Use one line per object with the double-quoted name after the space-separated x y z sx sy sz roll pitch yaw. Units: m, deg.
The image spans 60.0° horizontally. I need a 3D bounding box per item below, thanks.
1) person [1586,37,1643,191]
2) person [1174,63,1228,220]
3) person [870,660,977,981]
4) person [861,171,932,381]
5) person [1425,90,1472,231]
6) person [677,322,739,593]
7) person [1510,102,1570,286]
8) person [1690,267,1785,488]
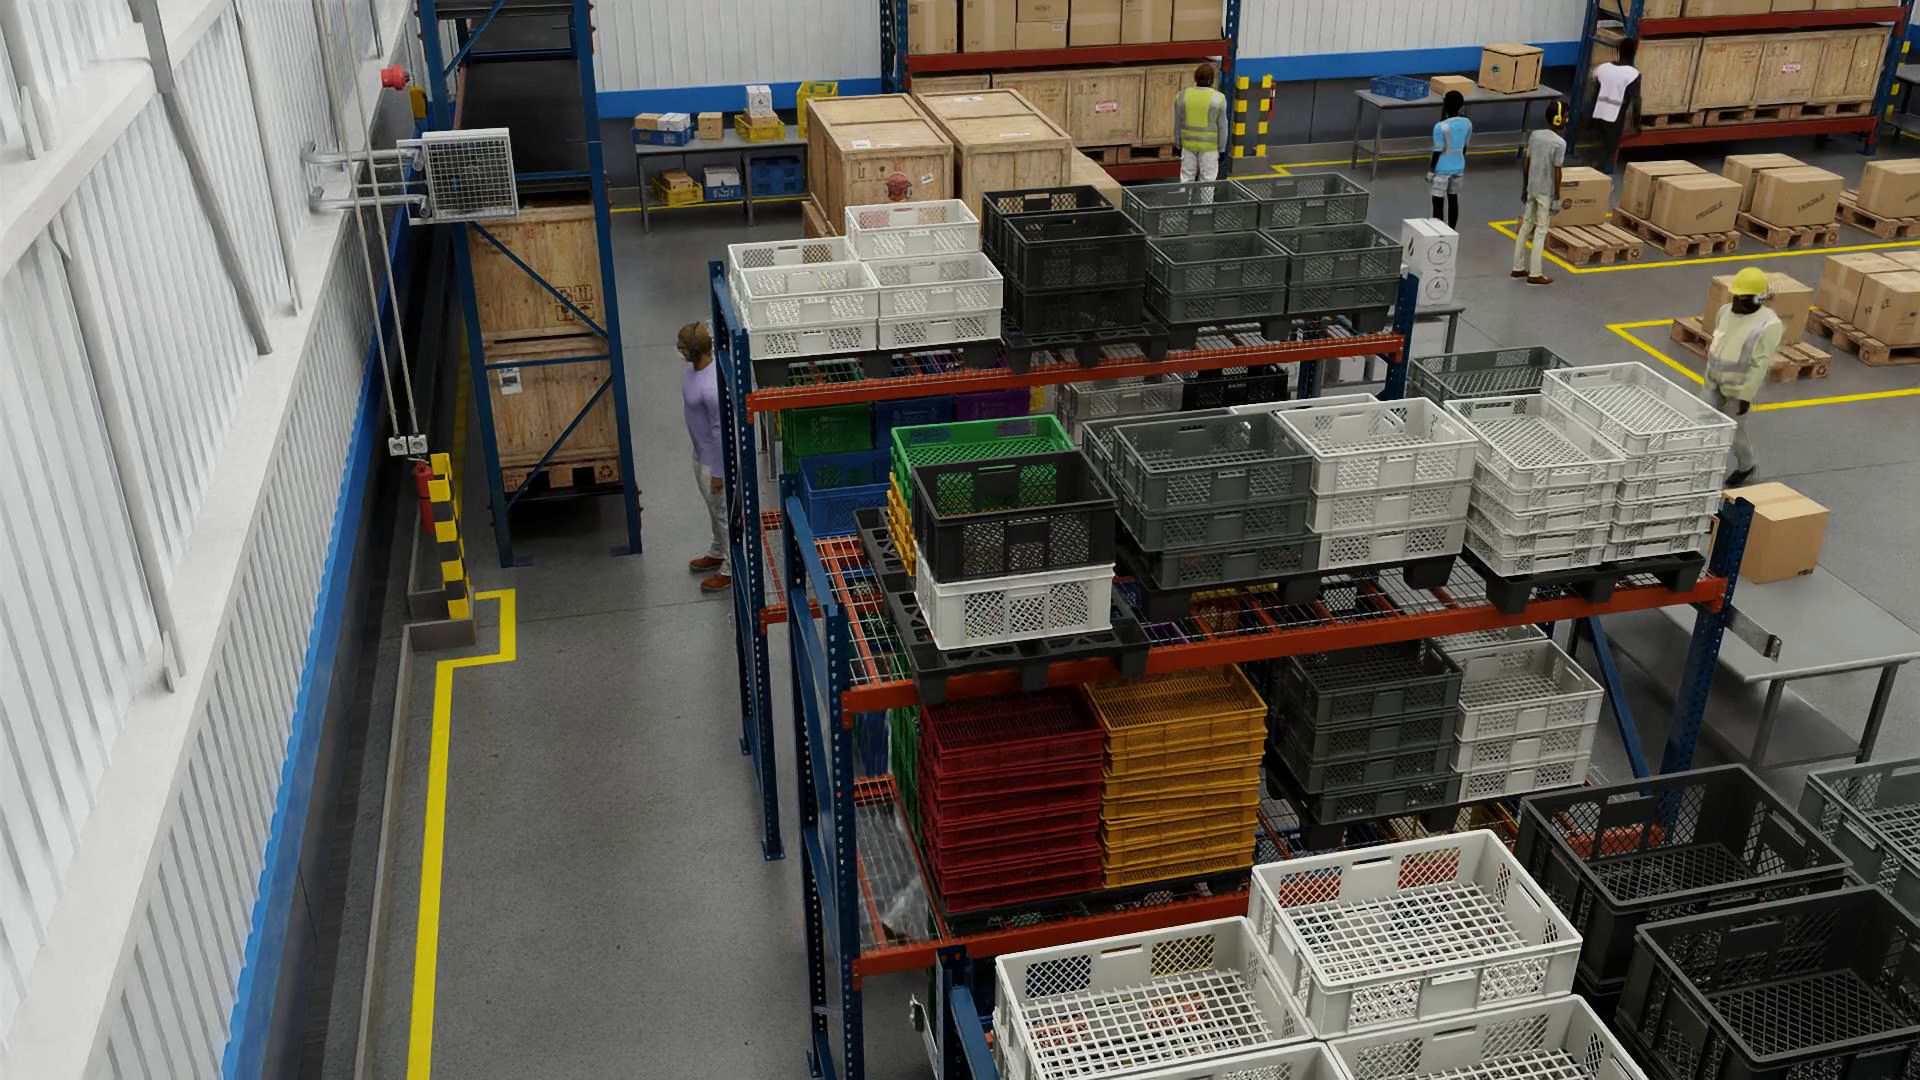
7.842 -5.006 19.785 0.744 1.898 0.588 -12 30 -22 "person"
2.717 -4.439 18.767 0.627 1.845 0.429 13 31 23 "person"
-0.133 1.312 7.819 0.446 1.871 0.609 -3 28 -5 "person"
-0.531 -2.290 14.637 0.635 1.899 0.399 4 28 8 "person"
5.316 -4.052 18.182 0.536 1.699 0.321 -16 32 -28 "person"
-1.697 -0.571 11.329 0.378 1.937 0.628 -9 29 -16 "person"
5.973 -3.557 17.073 0.335 1.864 0.521 -12 30 -21 "person"
5.883 -1.205 12.667 0.782 1.805 0.598 -12 30 -21 "person"
